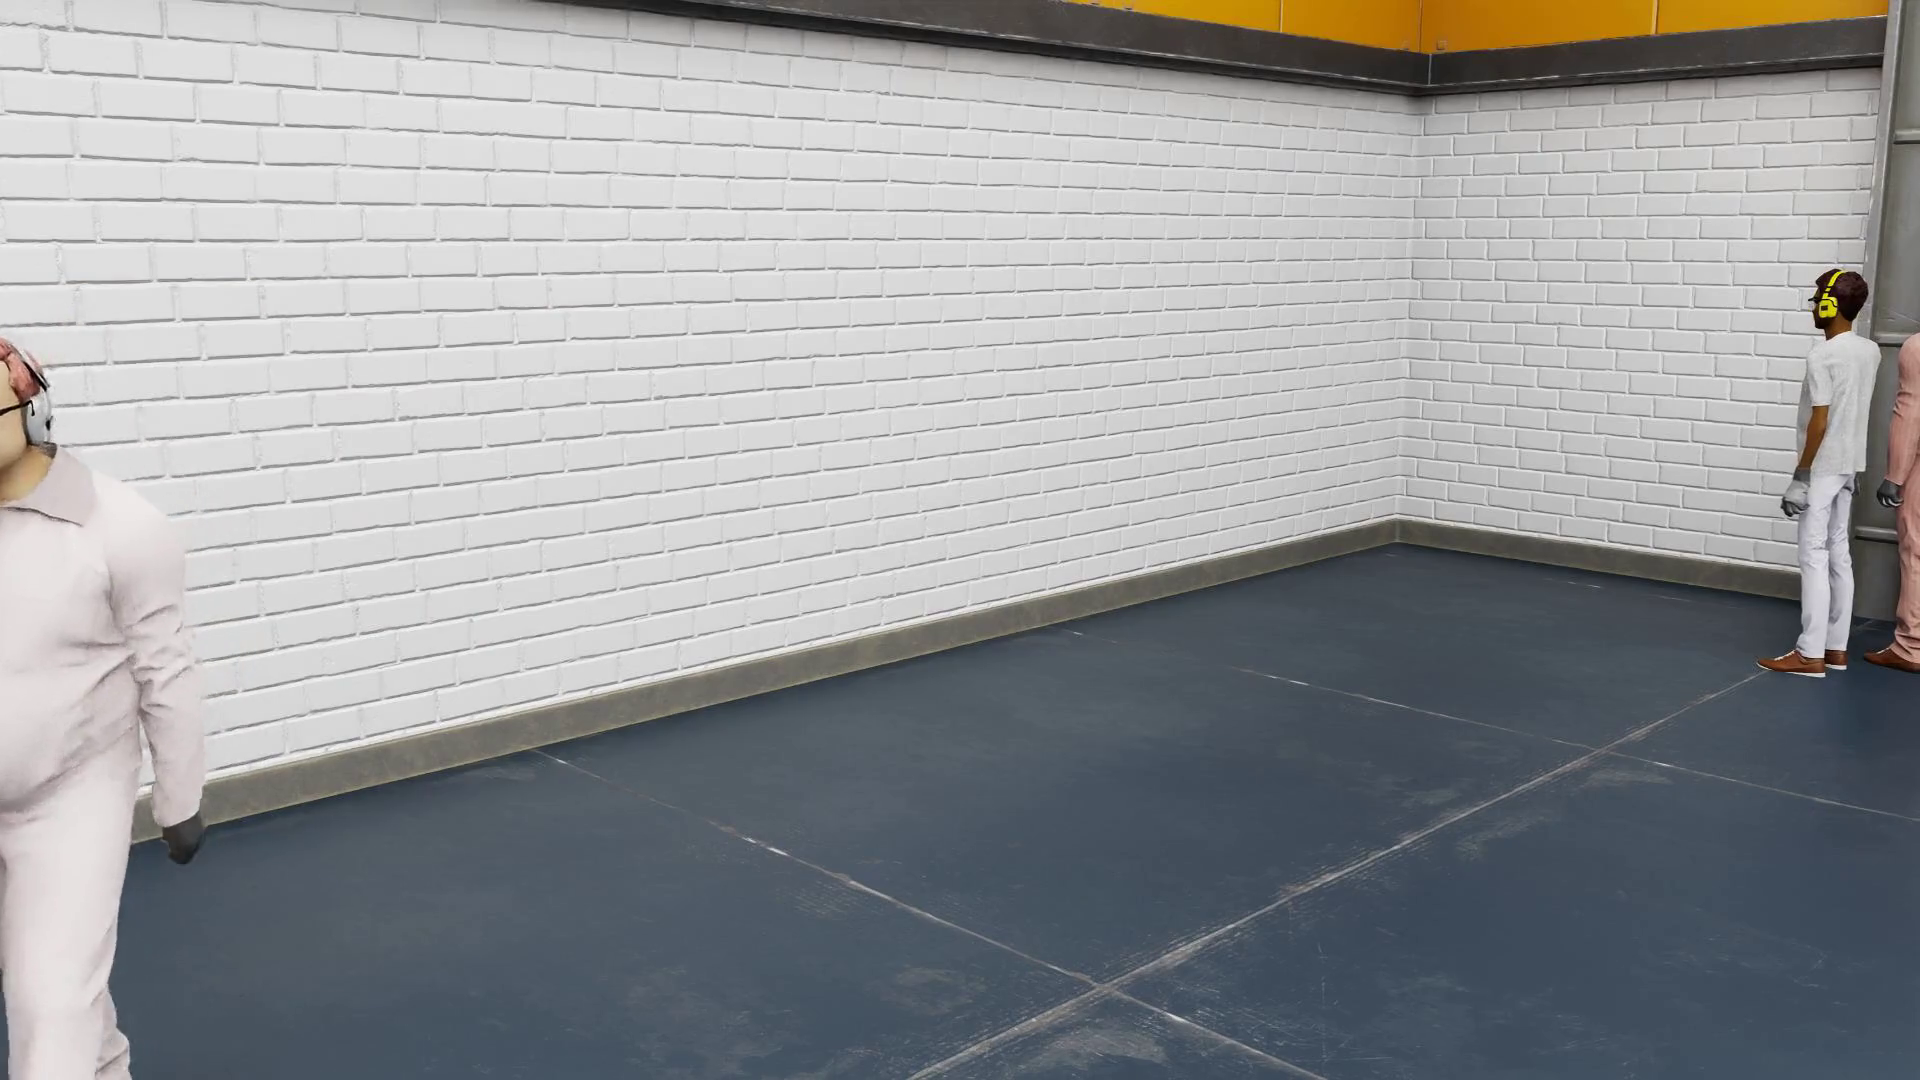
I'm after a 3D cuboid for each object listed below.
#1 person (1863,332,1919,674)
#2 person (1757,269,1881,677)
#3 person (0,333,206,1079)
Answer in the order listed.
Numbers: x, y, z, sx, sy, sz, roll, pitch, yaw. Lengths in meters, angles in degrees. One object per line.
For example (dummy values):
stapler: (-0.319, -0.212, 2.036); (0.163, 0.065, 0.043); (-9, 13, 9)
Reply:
person: (4.551, -0.328, 7.701); (0.642, 1.908, 0.409); (-2, 11, -11)
person: (3.976, -0.303, 7.664); (0.531, 1.871, 0.322); (-7, 13, -35)
person: (-1.854, 0.519, 3.245); (0.631, 1.845, 1.042); (0, 10, -2)
